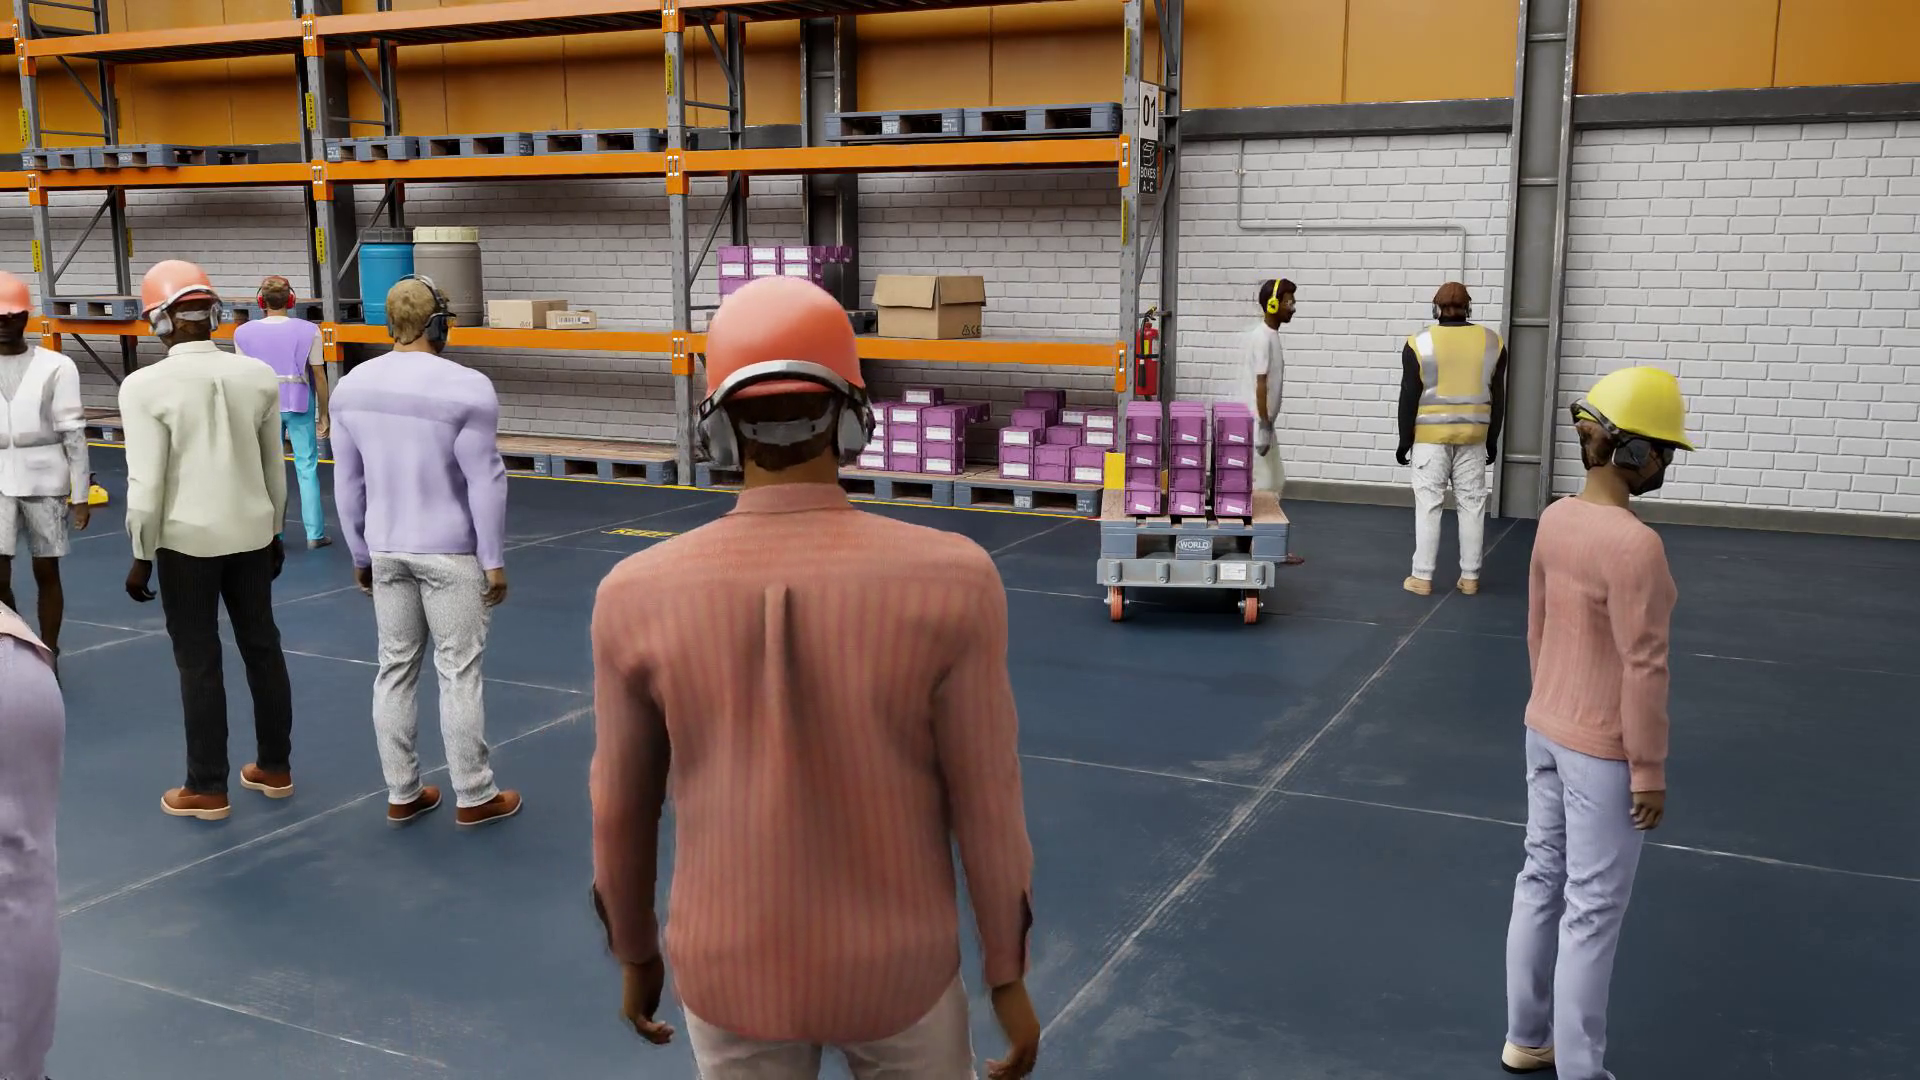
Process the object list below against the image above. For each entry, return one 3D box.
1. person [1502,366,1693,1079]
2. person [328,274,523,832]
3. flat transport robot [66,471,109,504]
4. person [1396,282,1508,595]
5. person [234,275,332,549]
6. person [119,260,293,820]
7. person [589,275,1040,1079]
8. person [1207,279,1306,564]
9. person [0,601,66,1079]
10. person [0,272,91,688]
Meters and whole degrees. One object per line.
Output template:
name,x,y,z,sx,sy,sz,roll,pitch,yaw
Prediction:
person,1.498,0.478,3.884,0.324,1.760,0.523,-1,10,-7
person,-1.857,0.055,5.787,0.629,1.940,0.378,3,10,15
flat transport robot,-7.496,-0.366,12.969,1.431,0.197,0.652,-7,12,-36
person,2.862,-0.587,9.764,0.621,1.837,0.429,0,10,-1
person,-4.536,-0.841,11.174,0.565,1.850,0.390,-2,10,-13
person,-2.696,0.002,5.959,0.394,1.985,0.608,6,12,33
person,-0.216,0.610,2.475,0.668,1.982,0.439,1,10,6
person,1.875,-0.750,10.683,0.672,1.842,0.534,3,10,14
person,-1.541,0.709,2.363,0.632,1.837,0.430,3,10,17
person,-4.179,-0.217,7.387,0.570,1.919,0.650,-5,11,-24
